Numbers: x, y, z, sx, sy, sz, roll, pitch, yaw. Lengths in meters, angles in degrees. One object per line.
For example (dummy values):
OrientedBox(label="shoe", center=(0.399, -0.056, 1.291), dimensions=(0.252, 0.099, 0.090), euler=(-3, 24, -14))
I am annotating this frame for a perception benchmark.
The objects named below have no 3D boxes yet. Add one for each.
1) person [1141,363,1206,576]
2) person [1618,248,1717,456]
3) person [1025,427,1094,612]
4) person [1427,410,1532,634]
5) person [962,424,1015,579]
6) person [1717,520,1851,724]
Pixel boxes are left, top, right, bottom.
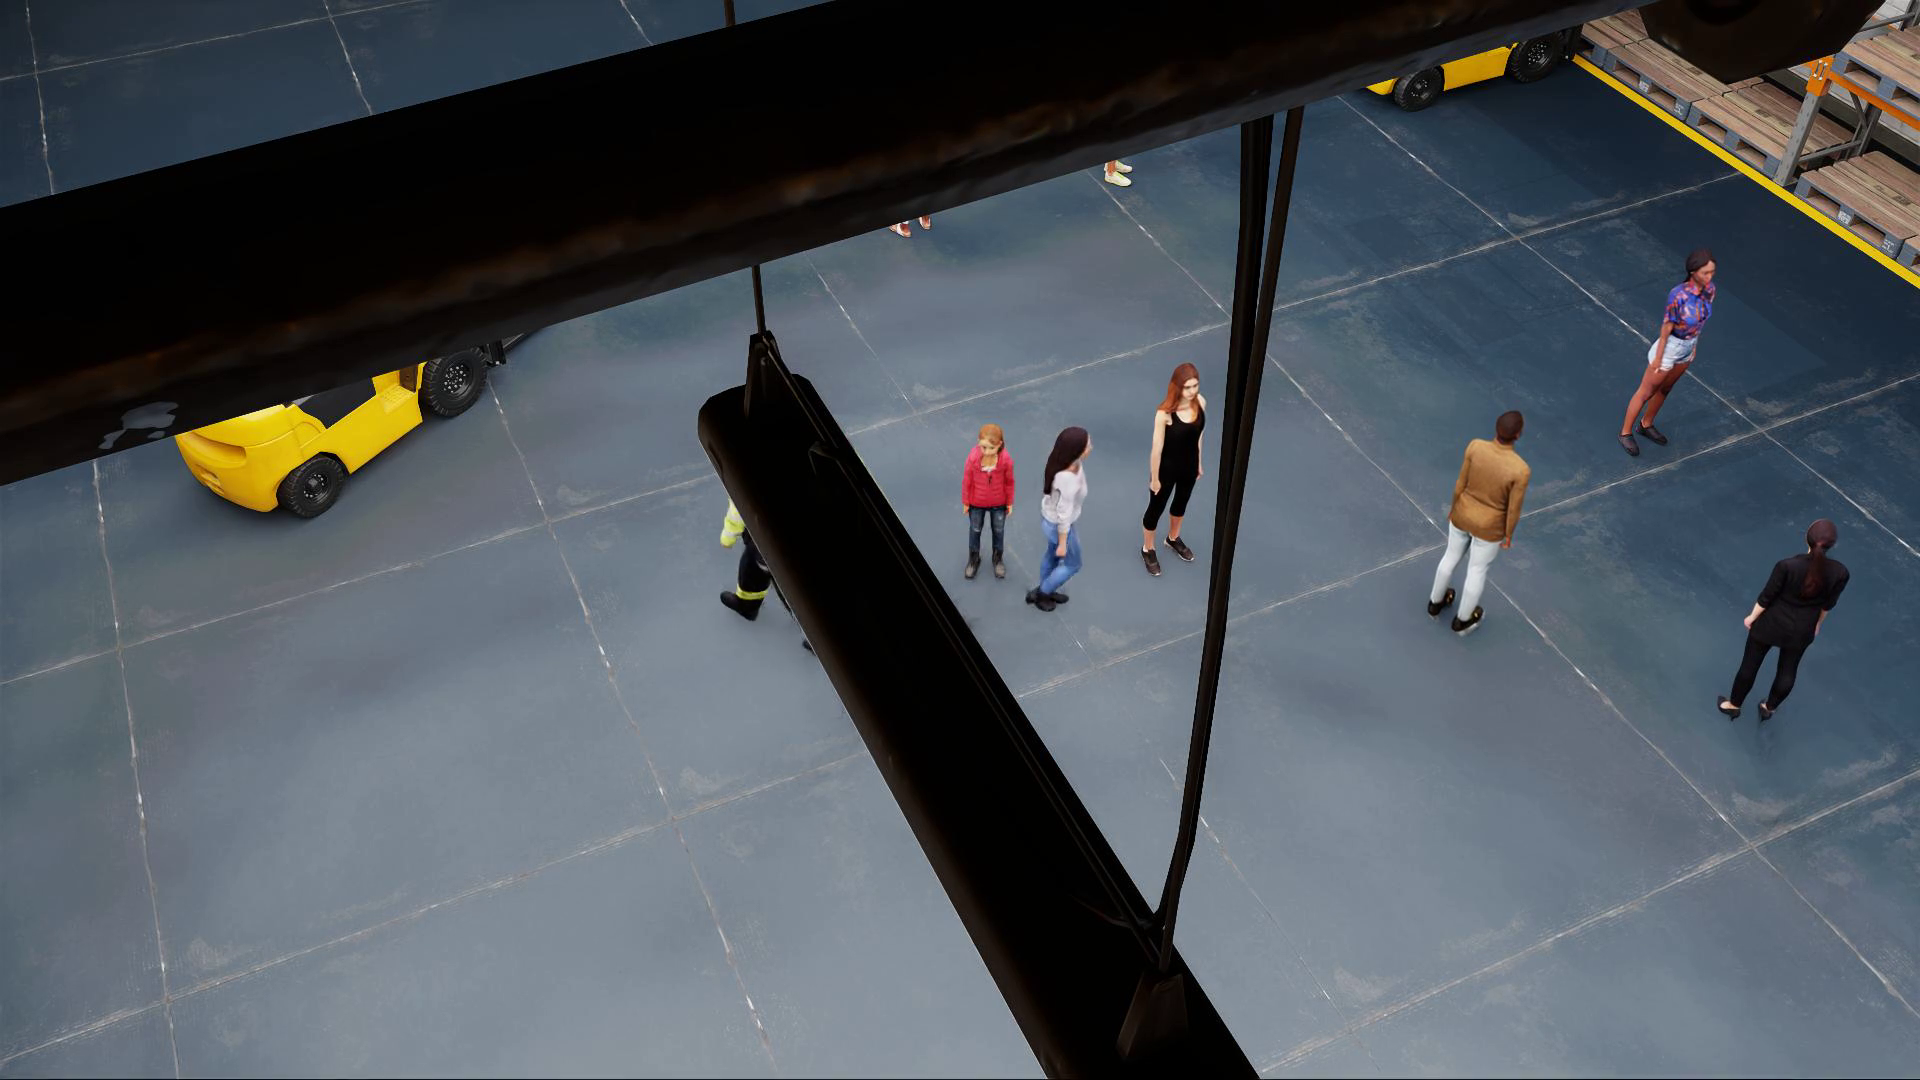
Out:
OrientedBox(label="person", center=(1.489, -0.516, 11.498), dimensions=(0.588, 1.726, 0.521), euler=(-21, 48, -21))
OrientedBox(label="person", center=(5.323, -1.416, 12.431), dimensions=(0.597, 1.743, 0.521), euler=(-20, 47, -20))
OrientedBox(label="person", center=(0.588, -0.113, 11.154), dimensions=(0.779, 1.617, 0.676), euler=(-7, 44, -7))
OrientedBox(label="person", center=(3.438, -0.131, 11.029), dimensions=(0.632, 1.817, 0.756), euler=(30, 51, 28))
OrientedBox(label="person", center=(0.194, -0.283, 11.549), dimensions=(0.590, 1.318, 0.613), euler=(1, 44, 1))
OrientedBox(label="person", center=(5.175, 0.537, 10.441), dimensions=(0.690, 1.660, 0.718), euler=(6, 44, 6))
